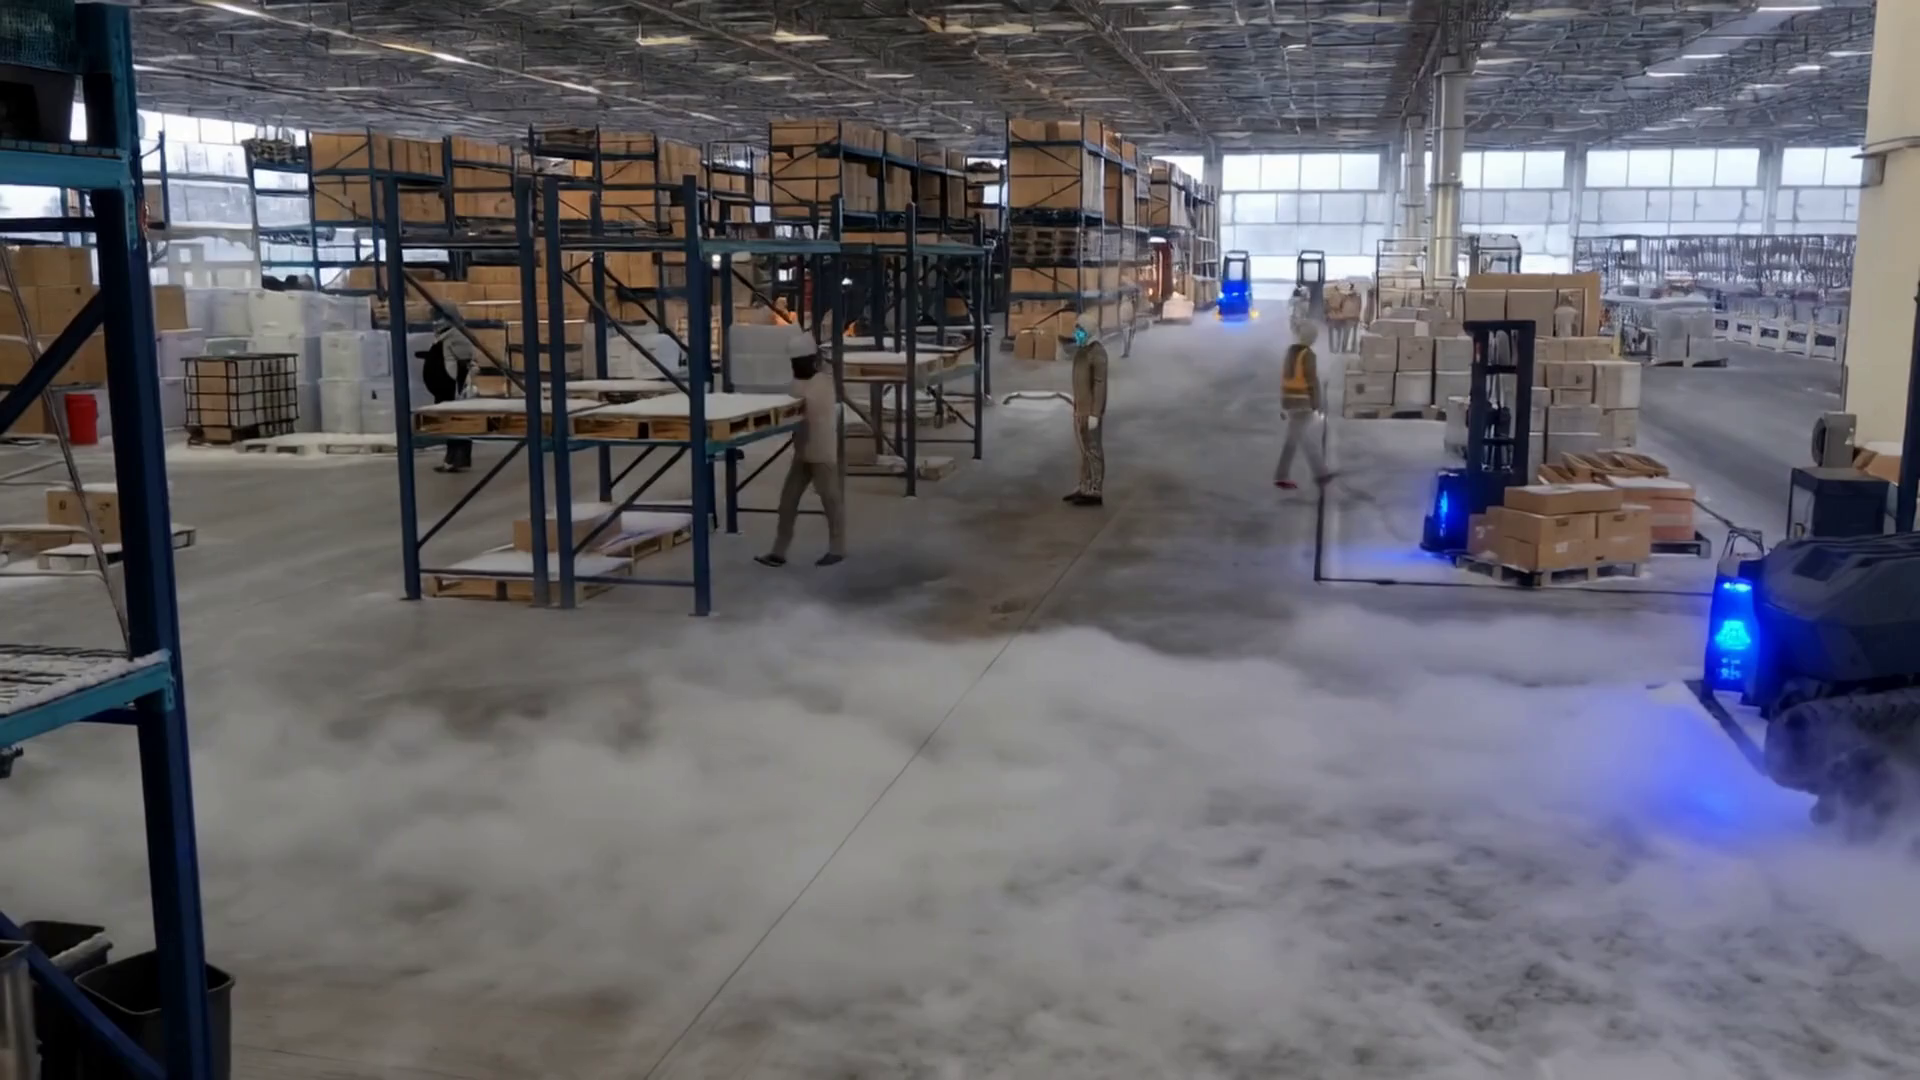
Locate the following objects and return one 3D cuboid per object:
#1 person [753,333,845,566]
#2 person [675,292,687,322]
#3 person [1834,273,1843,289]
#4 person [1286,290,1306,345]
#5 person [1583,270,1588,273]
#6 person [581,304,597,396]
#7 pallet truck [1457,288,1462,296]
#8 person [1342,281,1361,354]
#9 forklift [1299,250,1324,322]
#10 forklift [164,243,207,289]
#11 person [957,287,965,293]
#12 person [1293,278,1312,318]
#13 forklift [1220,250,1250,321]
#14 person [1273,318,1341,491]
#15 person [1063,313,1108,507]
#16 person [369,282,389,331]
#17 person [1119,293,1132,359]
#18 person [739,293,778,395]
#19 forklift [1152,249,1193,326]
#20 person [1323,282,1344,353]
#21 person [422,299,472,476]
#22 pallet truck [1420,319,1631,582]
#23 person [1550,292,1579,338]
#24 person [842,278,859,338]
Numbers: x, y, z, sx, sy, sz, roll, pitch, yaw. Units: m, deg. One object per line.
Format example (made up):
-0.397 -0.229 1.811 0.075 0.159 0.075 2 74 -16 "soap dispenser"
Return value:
-1.260 -0.691 13.225 0.894 1.883 0.579 -9 13 -43 "person"
-6.806 -5.137 40.171 0.691 1.674 0.562 0 10 -1 "person"
42.848 -12.106 80.990 0.588 1.834 0.403 1 10 7 "person"
9.564 -6.327 47.398 0.530 1.604 0.695 1 10 6 "person"
30.039 -11.965 79.831 1.054 1.929 0.619 0 10 1 "person"
-4.846 -2.212 22.107 0.371 1.933 0.627 -1 10 -6 "person"
20.506 -9.785 68.819 0.653 1.274 1.630 2 10 12 "pallet truck"
10.197 -5.771 43.280 0.556 1.916 0.456 -4 11 -25 "person"
13.778 -10.002 65.433 1.129 2.768 1.873 2 10 12 "forklift"
-16.949 -5.122 36.536 1.873 2.768 1.129 2 10 12 "forklift"
-0.026 -8.718 60.916 0.622 1.840 0.429 4 11 25 "person"
11.822 -8.115 57.387 0.618 1.818 0.497 0 10 3 "person"
10.953 -10.101 66.020 1.129 2.768 1.873 2 10 12 "forklift"
3.752 -1.439 17.791 0.919 1.840 0.604 -2 10 -12 "person"
1.280 -1.304 16.715 0.372 1.940 0.632 -2 10 -14 "person"
-14.550 -5.541 41.899 0.587 1.911 0.397 -5 11 -27 "person"
4.124 -5.327 41.418 0.314 1.640 0.516 1 10 6 "person"
-3.572 -3.444 29.564 0.653 1.877 1.059 8 12 39 "person"
7.646 -9.320 61.395 1.873 2.768 1.129 2 10 11 "forklift"
9.953 -5.902 44.141 0.561 1.877 1.027 1 10 5 "person"
-5.887 -1.759 19.106 0.537 2.000 0.674 -6 11 -33 "person"
4.543 -0.757 13.299 0.823 1.965 1.885 -4 10 -22 "pallet truck"
11.280 -3.690 31.062 0.526 1.865 0.315 5 11 26 "person"
-2.834 -5.536 41.603 0.619 1.992 0.396 -3 10 -15 "person"
